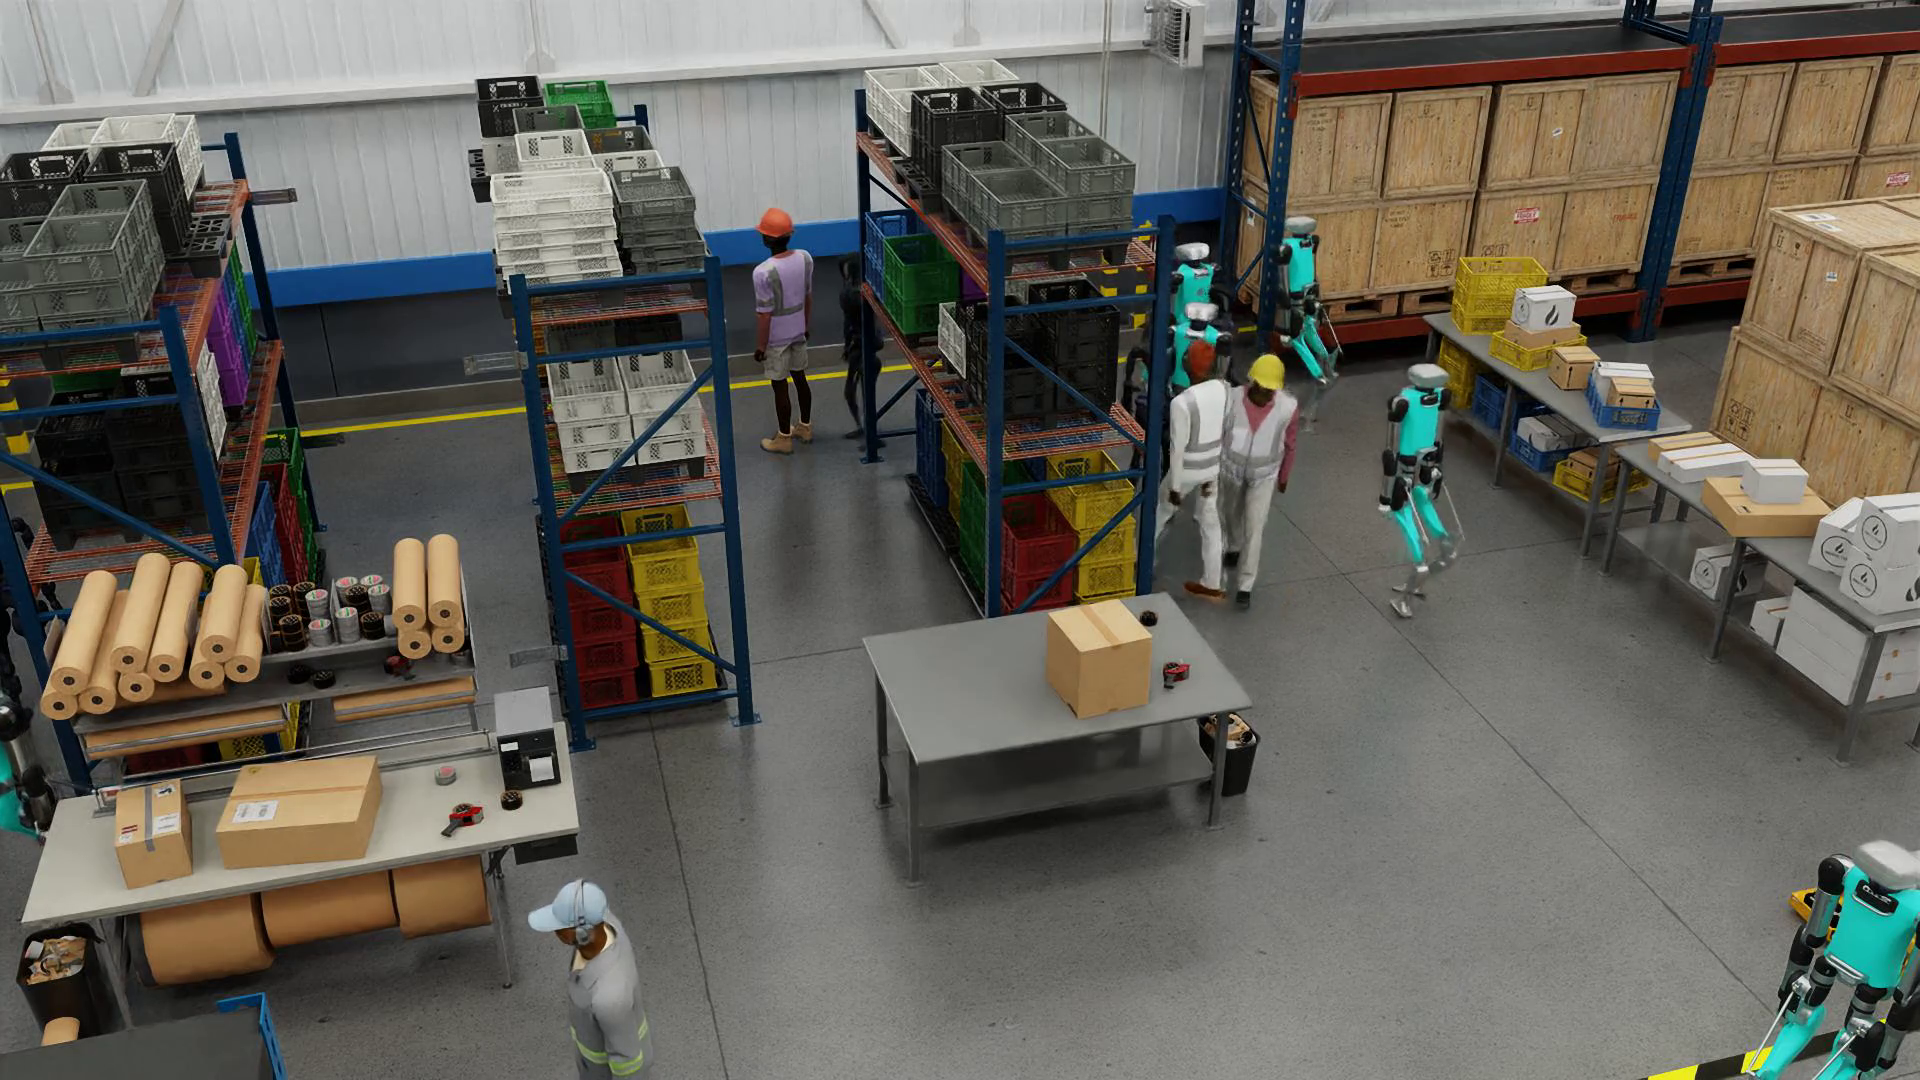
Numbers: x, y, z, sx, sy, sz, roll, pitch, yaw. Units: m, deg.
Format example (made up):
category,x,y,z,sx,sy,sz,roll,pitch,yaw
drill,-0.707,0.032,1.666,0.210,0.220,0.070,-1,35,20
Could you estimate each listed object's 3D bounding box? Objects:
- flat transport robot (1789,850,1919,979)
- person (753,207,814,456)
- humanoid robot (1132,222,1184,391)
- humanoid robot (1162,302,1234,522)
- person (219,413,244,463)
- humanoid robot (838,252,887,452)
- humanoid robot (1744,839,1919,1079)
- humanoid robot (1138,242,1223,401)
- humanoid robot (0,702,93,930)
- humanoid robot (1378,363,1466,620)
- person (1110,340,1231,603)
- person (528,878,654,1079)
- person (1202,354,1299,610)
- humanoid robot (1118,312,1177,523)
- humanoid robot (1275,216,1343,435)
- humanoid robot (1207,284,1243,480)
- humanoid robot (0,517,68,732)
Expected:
category,x,y,z,sx,sy,sz,roll,pitch,yaw
flat transport robot,5.163,1.916,8.676,1.431,0.231,0.659,-8,30,-14
person,-1.429,-1.671,13.358,0.366,2.048,0.606,20,34,32
humanoid robot,1.799,-1.946,14.268,0.641,1.651,0.601,10,30,18
humanoid robot,1.749,-1.016,12.445,0.558,1.750,0.684,8,30,14
person,-5.585,-0.986,12.352,0.494,1.817,0.634,-11,31,-20
humanoid robot,-0.796,-1.529,13.489,0.351,1.652,0.610,-12,31,-20
humanoid robot,3.498,2.018,6.831,0.735,1.672,0.533,-16,33,-27
humanoid robot,1.715,-1.622,13.544,0.536,1.757,0.677,-17,33,-28
humanoid robot,-4.596,1.211,8.469,0.549,1.791,0.916,9,30,16
humanoid robot,3.146,-0.272,11.121,0.558,1.763,0.680,-20,34,-32
person,1.539,-0.518,11.484,0.570,1.819,0.978,-20,35,-32
person,-1.435,2.104,6.689,0.397,1.850,0.597,-9,30,-17
person,1.978,-0.456,11.430,0.599,1.777,0.918,9,30,16
humanoid robot,1.459,-0.910,12.360,0.590,1.639,0.318,7,30,13
humanoid robot,2.991,-1.748,13.850,0.823,1.798,0.553,23,36,35
humanoid robot,1.998,-1.206,12.887,0.335,1.654,0.593,12,31,20
humanoid robot,-5.732,0.381,9.990,0.599,1.657,0.315,-4,29,-7
